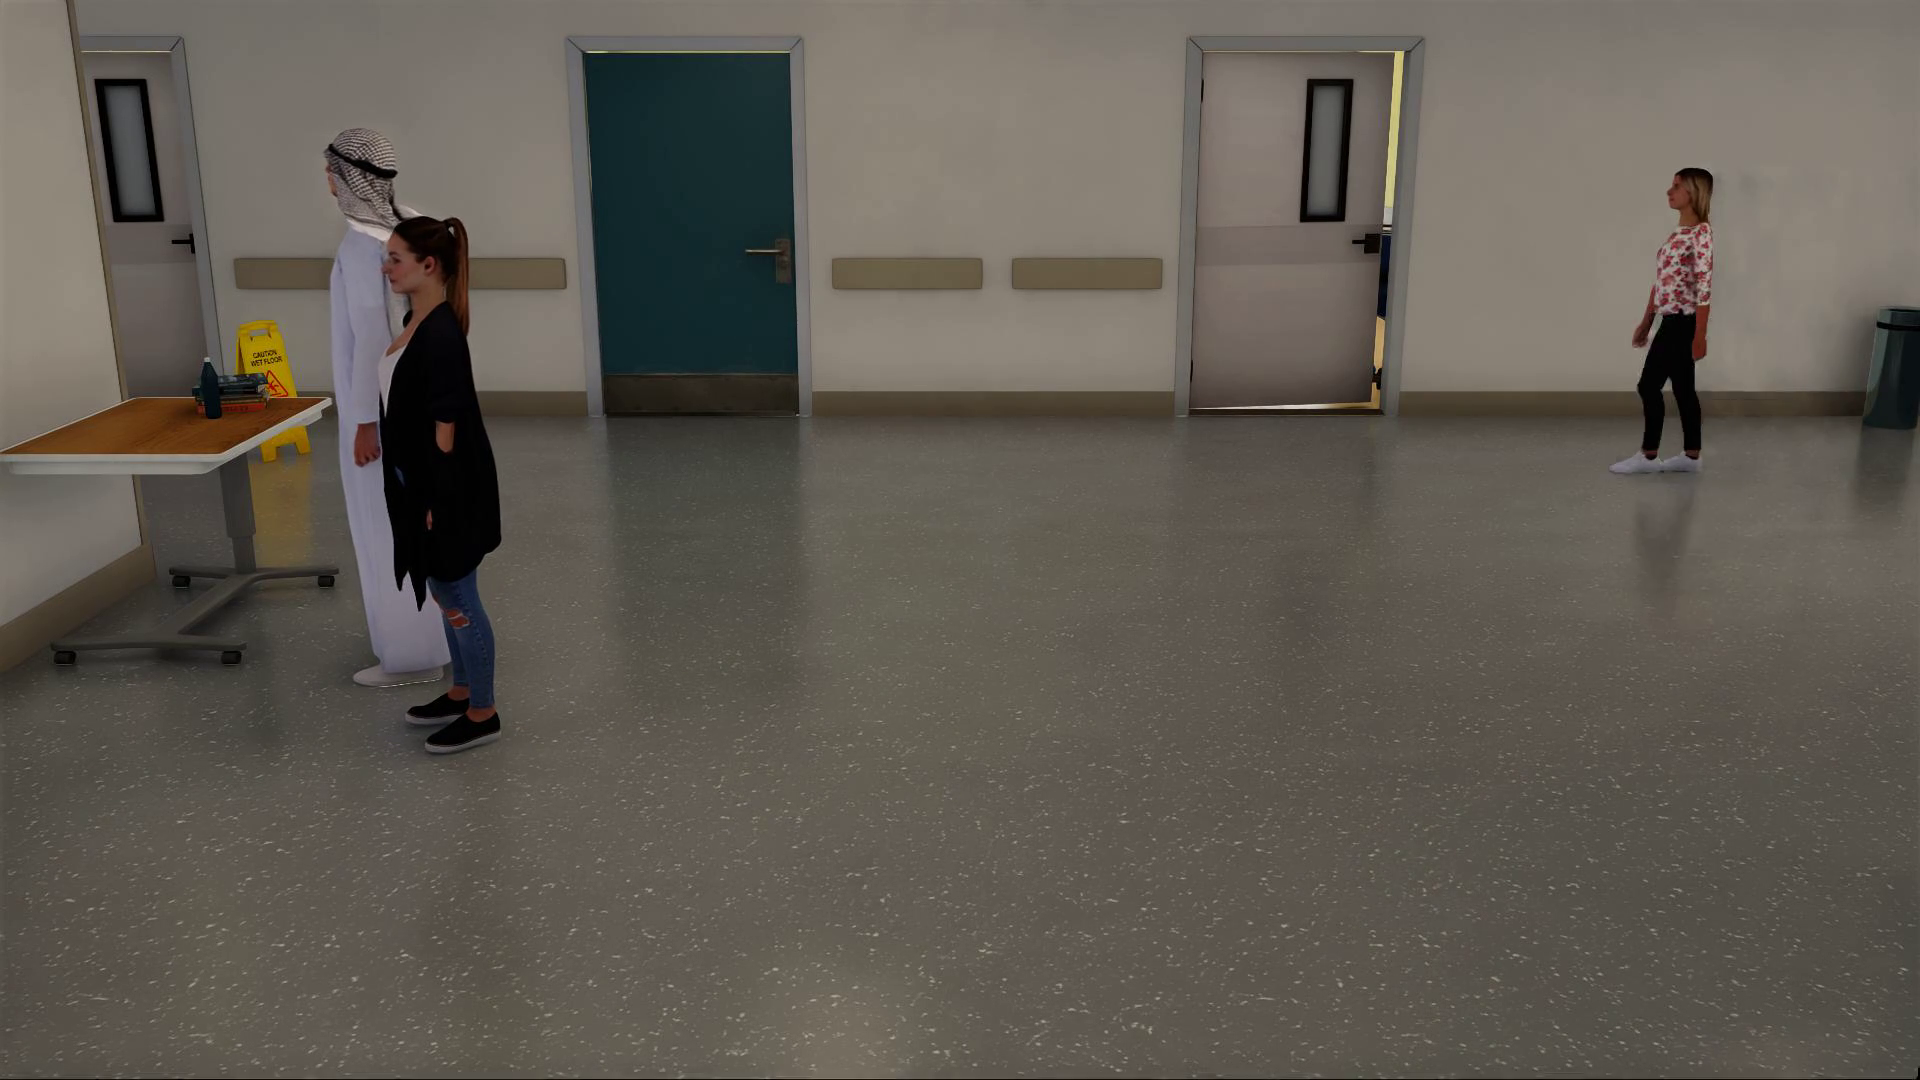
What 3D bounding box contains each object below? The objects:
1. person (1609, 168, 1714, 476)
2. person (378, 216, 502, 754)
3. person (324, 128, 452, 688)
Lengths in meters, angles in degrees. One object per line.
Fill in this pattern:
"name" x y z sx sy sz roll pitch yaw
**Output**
"person" 3.884 -1.123 8.765 0.775 1.612 0.624 3 16 9
"person" -1.632 -0.172 5.254 0.712 1.686 0.713 -8 18 -26
"person" -1.978 -0.451 5.800 0.616 1.926 0.686 0 16 0
